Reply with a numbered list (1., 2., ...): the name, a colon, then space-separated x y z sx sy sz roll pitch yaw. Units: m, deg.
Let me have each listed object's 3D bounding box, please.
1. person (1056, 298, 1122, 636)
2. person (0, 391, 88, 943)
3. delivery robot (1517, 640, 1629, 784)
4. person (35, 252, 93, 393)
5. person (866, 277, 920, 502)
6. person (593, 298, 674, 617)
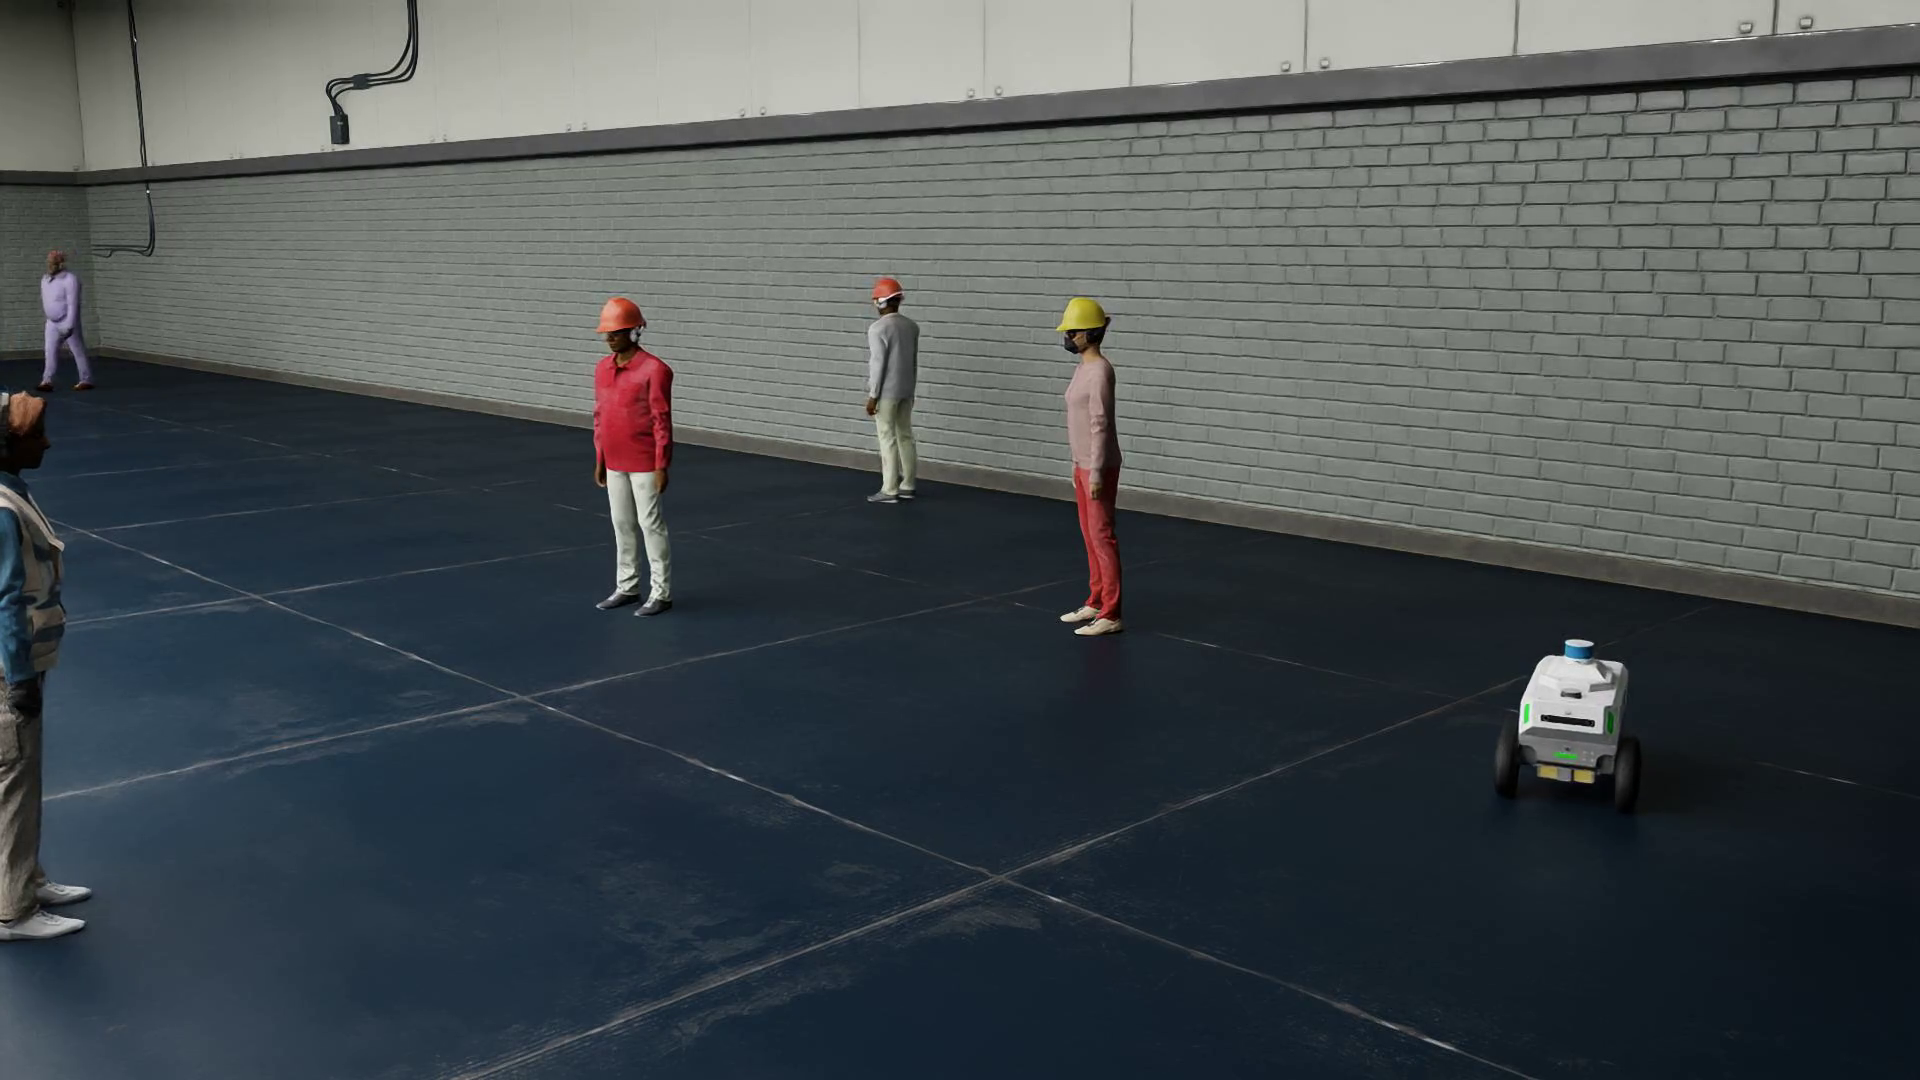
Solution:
1. person: 0.667 -0.382 8.711 0.350 1.758 0.522 -2 10 -8
2. person: -2.806 0.373 4.942 0.318 1.629 0.503 -6 12 -28
3. delivery robot: 2.320 0.619 6.268 0.477 0.478 0.707 5 11 24
4. person: -11.938 -2.879 22.049 0.671 1.854 0.926 3 11 17
5. person: -0.550 -1.173 13.024 0.342 1.748 0.573 7 13 35
6. person: -1.815 -0.450 9.116 0.565 1.742 0.352 8 13 36
